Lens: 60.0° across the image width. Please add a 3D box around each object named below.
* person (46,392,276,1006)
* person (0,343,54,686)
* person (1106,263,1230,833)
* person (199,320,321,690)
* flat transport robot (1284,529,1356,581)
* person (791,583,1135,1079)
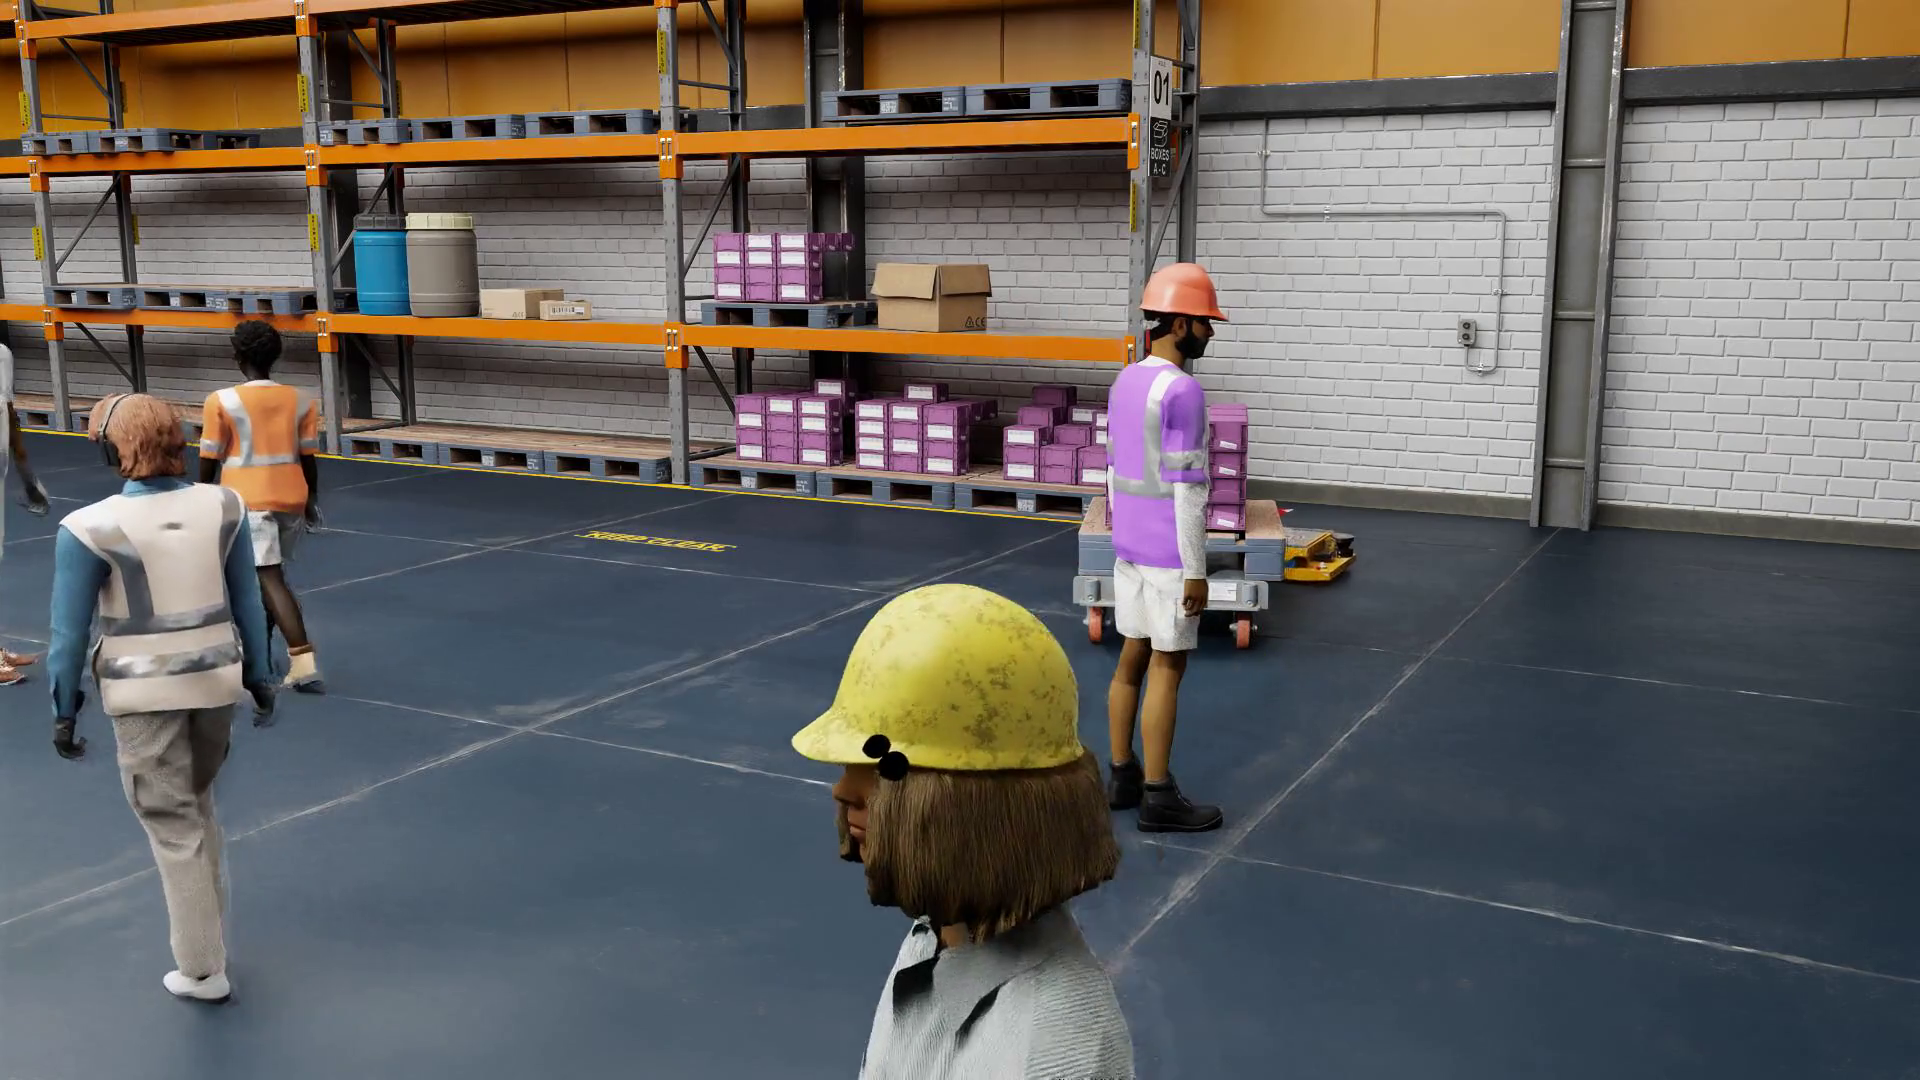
[{"bbox_3d":[-2.152,0.415,4.427,0.589,1.615,0.546,7,12,33],"label":"person"},{"bbox_3d":[-4.461,-0.270,7.627,0.573,1.848,0.535,2,10,10],"label":"person"},{"bbox_3d":[0.716,0.028,5.711,0.377,1.932,0.552,-4,11,-20],"label":"person"},{"bbox_3d":[-3.149,-0.168,7.548,0.864,1.654,0.528,7,12,32],"label":"person"},{"bbox_3d":[1.640,0.044,10.181,1.431,0.197,0.652,5,11,26],"label":"flat transport robot"},{"bbox_3d":[0.122,0.878,1.625,0.744,1.720,0.485,-2,11,-13],"label":"person"}]
